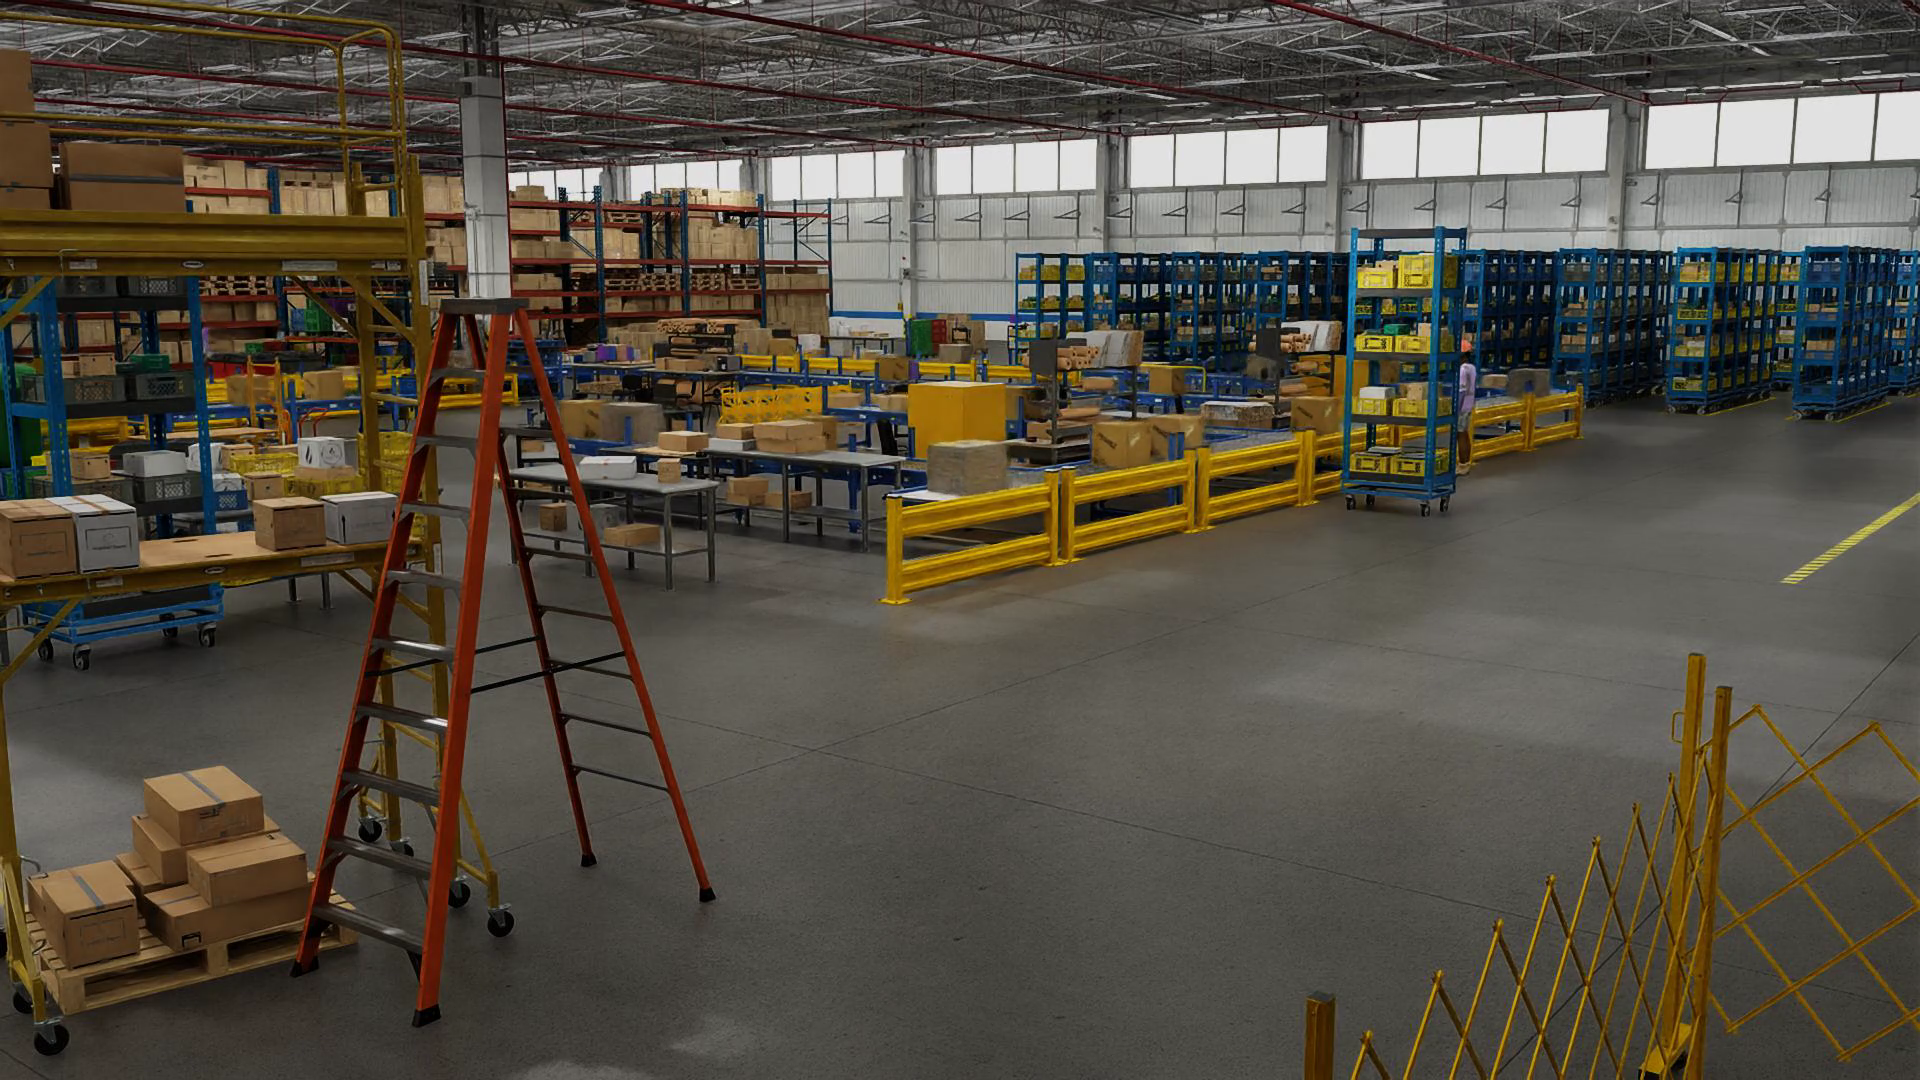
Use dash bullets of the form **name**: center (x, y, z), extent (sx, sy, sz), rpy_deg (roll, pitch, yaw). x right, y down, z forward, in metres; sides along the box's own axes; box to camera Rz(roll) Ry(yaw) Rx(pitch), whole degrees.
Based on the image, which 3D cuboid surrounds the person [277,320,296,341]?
- **person**: center (-18.213, -5.074, 45.055), extent (0.614, 1.799, 0.665), rpy_deg (4, 10, 23)

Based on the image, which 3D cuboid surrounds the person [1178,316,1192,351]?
- **person**: center (6.962, -6.097, 50.989), extent (0.617, 1.944, 0.398), rpy_deg (0, 9, 0)

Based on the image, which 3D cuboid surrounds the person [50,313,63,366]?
- **person**: center (-29.310, -6.527, 54.091), extent (0.625, 1.806, 0.763), rpy_deg (8, 12, 40)

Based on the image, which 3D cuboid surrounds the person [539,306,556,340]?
- **person**: center (-15.464, -7.850, 62.279), extent (0.621, 1.838, 0.429), rpy_deg (1, 9, 3)

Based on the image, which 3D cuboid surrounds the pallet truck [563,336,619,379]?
- **pallet truck**: center (-10.690, -5.294, 48.215), extent (1.601, 1.201, 0.680), rpy_deg (-5, 10, -26)

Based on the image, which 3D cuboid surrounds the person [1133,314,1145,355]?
- **person**: center (5.728, -6.294, 52.655), extent (0.693, 1.806, 0.587), rpy_deg (4, 10, 26)

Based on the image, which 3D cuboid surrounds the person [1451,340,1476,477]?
- **person**: center (7.500, -1.970, 24.933), extent (0.378, 2.041, 0.616), rpy_deg (6, 11, 31)

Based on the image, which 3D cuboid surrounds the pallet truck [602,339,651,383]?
- **pallet truck**: center (-8.991, -4.871, 45.351), extent (0.653, 1.274, 1.630), rpy_deg (7, 11, 37)

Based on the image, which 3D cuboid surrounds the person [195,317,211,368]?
- **person**: center (-20.783, -5.201, 45.600), extent (0.563, 1.885, 0.986), rpy_deg (7, 11, 36)

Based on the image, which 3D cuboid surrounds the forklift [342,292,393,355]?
- **forklift**: center (-16.485, -5.622, 45.120), extent (1.129, 2.768, 1.873), rpy_deg (7, 11, 37)
